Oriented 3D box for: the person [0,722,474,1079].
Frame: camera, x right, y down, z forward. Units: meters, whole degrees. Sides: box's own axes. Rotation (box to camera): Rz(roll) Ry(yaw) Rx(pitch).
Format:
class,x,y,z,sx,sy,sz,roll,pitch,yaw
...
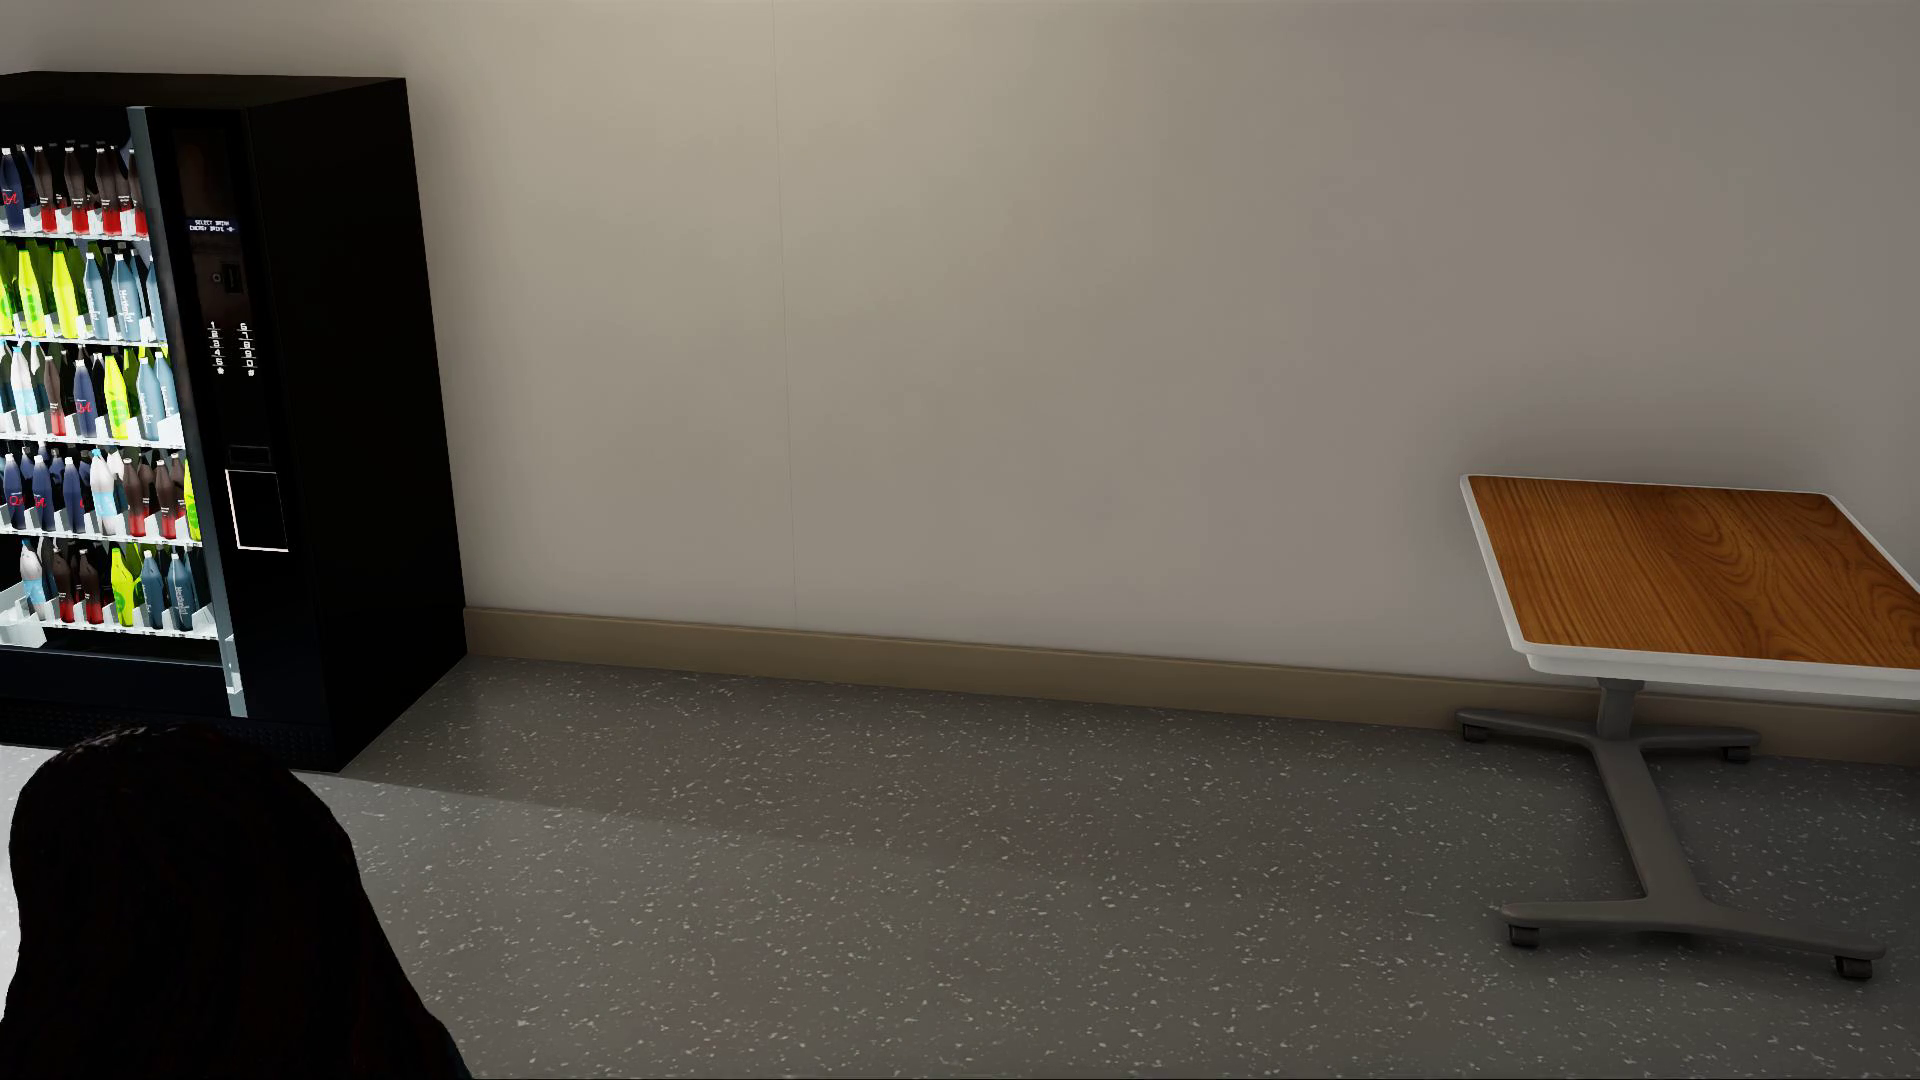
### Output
class,x,y,z,sx,sy,sz,roll,pitch,yaw
person,-0.664,0.971,1.630,0.925,1.594,0.891,-2,21,-4
